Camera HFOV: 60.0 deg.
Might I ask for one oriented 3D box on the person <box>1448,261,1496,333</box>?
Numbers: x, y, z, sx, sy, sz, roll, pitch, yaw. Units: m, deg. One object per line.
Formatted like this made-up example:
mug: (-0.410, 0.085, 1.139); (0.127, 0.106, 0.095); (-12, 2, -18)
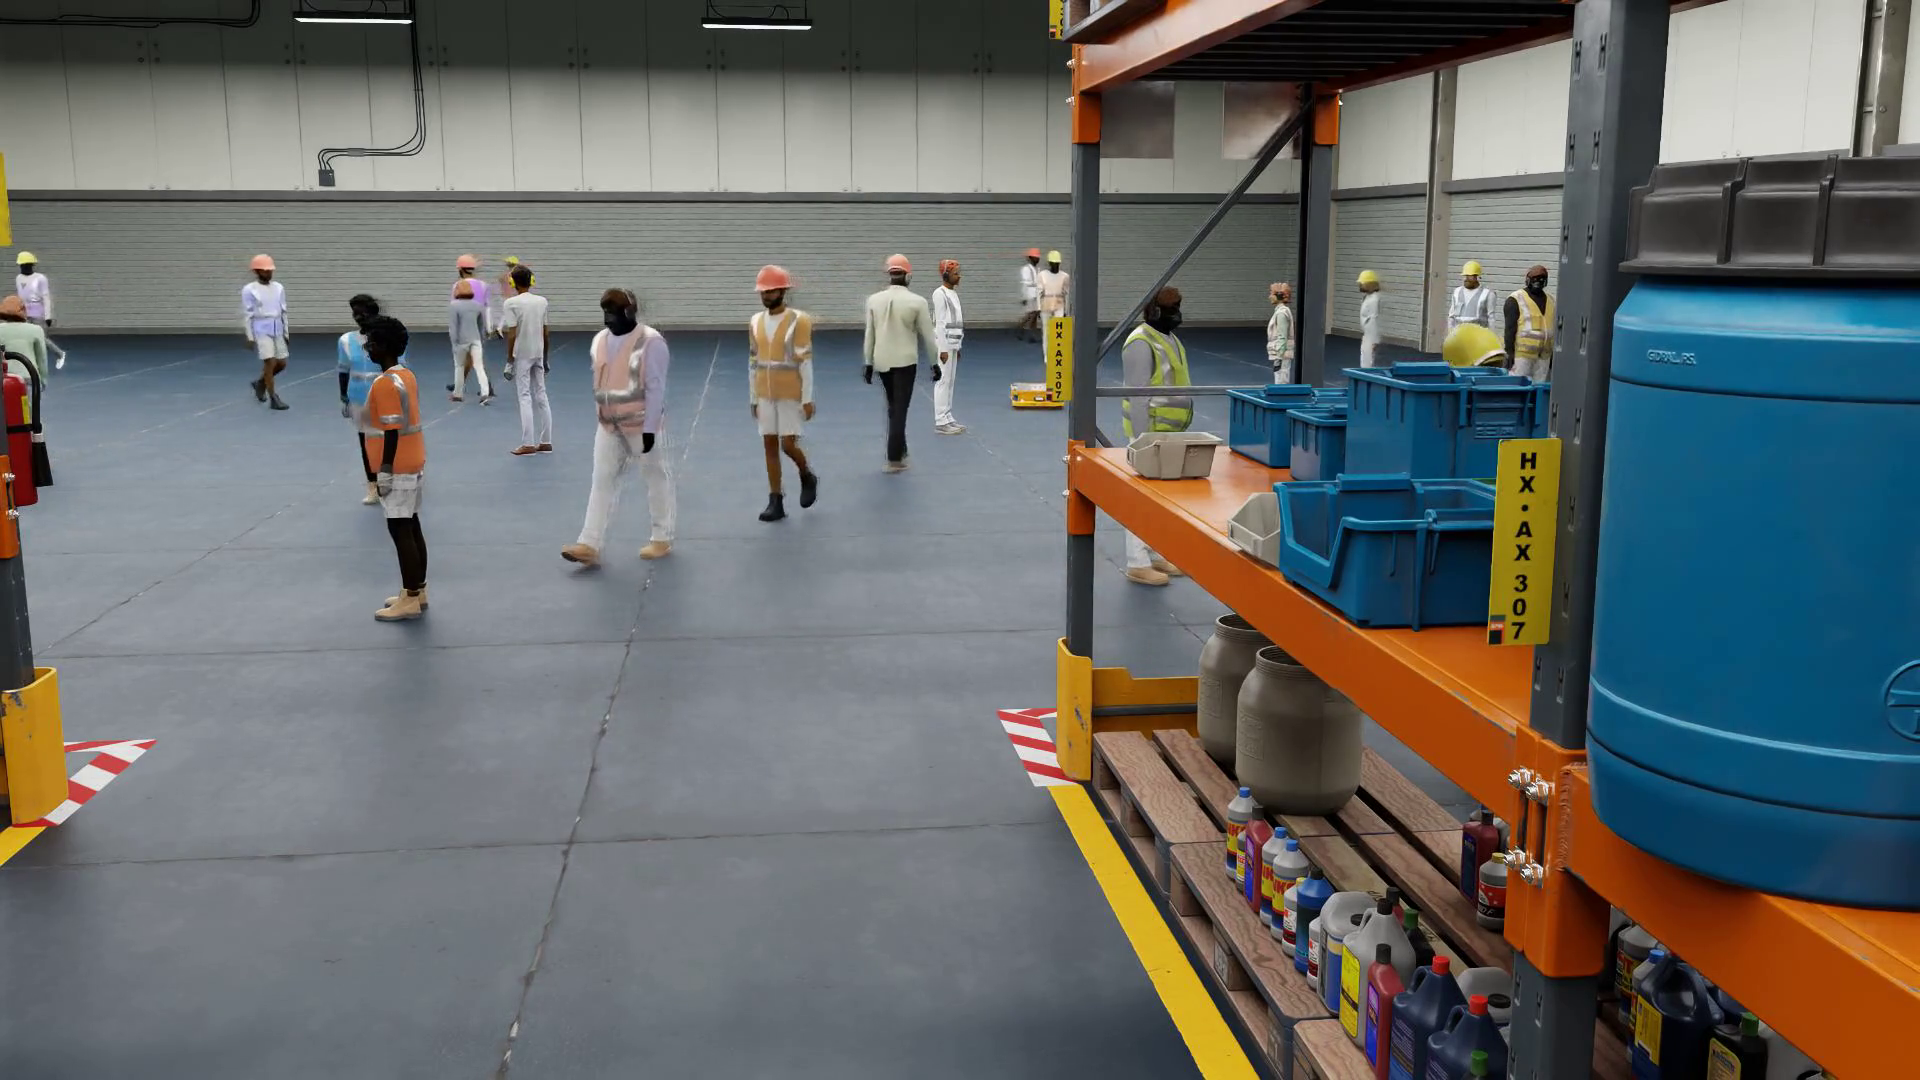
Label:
person: (6.379, -2.568, 20.820); (0.600, 1.830, 0.403); (9, 14, 41)

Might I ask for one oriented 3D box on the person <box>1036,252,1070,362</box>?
person: (1.576, -3.902, 28.019); (0.597, 1.875, 0.992); (-1, 10, -6)

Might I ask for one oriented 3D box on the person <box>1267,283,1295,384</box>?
person: (3.465, -1.956, 17.993); (0.315, 1.640, 0.514); (2, 11, 12)

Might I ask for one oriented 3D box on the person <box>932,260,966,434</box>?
person: (-0.122, -2.097, 18.103); (0.356, 1.882, 0.574); (2, 11, 13)

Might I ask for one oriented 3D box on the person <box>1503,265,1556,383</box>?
person: (5.914, -1.912, 17.213); (0.626, 1.839, 0.430); (-4, 11, -20)

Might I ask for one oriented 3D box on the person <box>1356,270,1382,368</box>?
person: (5.231, -2.539, 20.972); (0.531, 1.726, 0.499); (1, 10, 6)

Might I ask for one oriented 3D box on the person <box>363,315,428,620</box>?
person: (-3.166, -0.403, 9.327); (0.315, 1.696, 0.541); (-1, 10, -7)

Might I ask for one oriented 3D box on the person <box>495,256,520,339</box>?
person: (-9.328, -5.011, 34.499); (0.521, 1.740, 0.781); (6, 12, 28)

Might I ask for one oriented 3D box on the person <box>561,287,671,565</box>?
person: (-2.208, -0.724, 10.794); (0.647, 1.796, 0.929); (6, 12, 28)

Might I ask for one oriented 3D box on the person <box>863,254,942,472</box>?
person: (-0.495, -1.629, 15.309); (0.652, 1.957, 0.877); (5, 12, 26)

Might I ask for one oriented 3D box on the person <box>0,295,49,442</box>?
person: (-8.849, -1.502, 15.661); (0.510, 1.594, 0.833); (-7, 12, -34)

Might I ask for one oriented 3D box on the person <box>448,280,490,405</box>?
person: (-6.269, -2.522, 21.238); (0.518, 1.589, 0.864); (-10, 14, -42)

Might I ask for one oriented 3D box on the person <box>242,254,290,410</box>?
person: (-8.608, -2.574, 20.611); (0.650, 1.924, 0.564); (7, 12, 33)

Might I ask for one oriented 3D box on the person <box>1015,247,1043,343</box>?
person: (1.440, -4.919, 33.475); (0.490, 1.923, 0.543); (6, 12, 30)

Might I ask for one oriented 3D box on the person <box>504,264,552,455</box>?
person: (-4.248, -1.756, 16.288); (0.336, 1.864, 0.521); (8, 13, 38)

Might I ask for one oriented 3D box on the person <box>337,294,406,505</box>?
person: (-4.680, -1.113, 13.239); (0.548, 1.682, 0.362); (0, 10, 2)

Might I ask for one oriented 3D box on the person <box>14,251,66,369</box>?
person: (-14.453, -3.553, 26.025); (0.591, 1.908, 0.704); (3, 11, 17)

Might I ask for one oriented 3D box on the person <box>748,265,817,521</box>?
person: (-1.342, -1.113, 12.594); (0.570, 1.925, 0.549); (5, 12, 27)

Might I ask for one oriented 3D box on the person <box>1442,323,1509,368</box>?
person: (1.995, 0.035, 6.679); (0.582, 1.789, 0.788); (-3, 11, -14)

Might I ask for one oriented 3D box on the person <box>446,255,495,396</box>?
person: (-6.627, -2.881, 22.400); (0.980, 1.884, 0.561); (6, 12, 31)

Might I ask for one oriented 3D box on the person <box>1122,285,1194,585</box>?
person: (1.229, -0.657, 10.321); (0.429, 1.841, 0.634); (5, 11, 25)

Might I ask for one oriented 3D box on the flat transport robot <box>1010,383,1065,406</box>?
flat transport robot: (0.975, -1.858, 21.211); (0.652, 0.197, 1.431); (0, 10, 0)
